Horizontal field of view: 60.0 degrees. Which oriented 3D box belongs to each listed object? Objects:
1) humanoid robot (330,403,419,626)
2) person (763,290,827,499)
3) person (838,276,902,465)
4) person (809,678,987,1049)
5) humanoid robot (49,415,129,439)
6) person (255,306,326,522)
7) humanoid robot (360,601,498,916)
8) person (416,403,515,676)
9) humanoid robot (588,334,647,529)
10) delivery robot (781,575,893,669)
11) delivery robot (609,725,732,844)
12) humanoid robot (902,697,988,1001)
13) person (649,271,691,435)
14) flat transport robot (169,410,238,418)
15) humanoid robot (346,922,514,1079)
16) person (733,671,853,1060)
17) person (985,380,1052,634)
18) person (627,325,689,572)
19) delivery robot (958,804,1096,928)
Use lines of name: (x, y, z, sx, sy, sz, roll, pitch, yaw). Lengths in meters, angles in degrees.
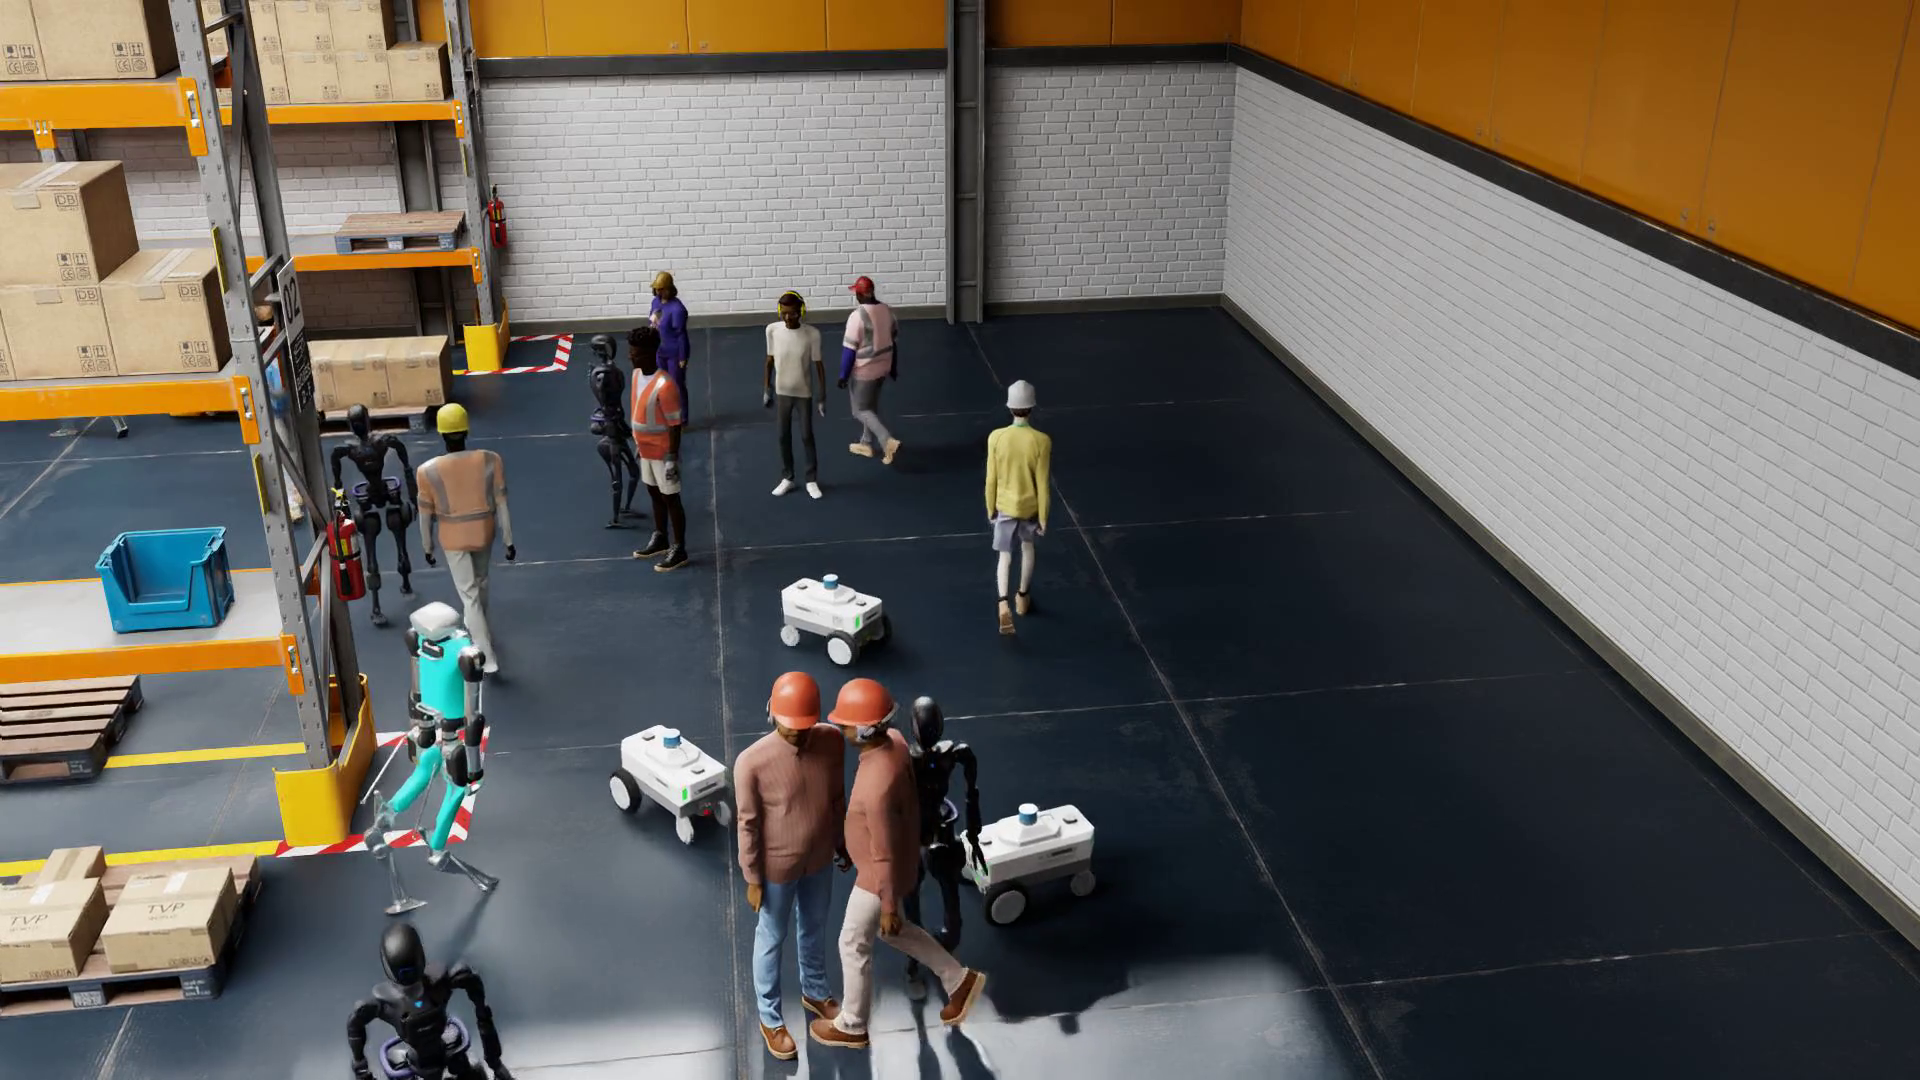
humanoid robot: (-4.220, -0.218, 12.183, 0.625, 1.644, 0.609, -9, 25, -20)
person: (-1.426, -1.243, 14.263, 0.575, 1.855, 0.339, 6, 24, 13)
person: (-0.775, -1.513, 15.027, 0.701, 1.728, 0.623, 17, 29, 34)
person: (-0.314, 1.535, 7.787, 0.793, 1.959, 0.613, 4, 24, 8)
humanoid robot: (-8.260, -1.713, 15.532, 0.987, 1.773, 0.580, 3, 24, 7)
person: (-5.623, -1.052, 13.877, 0.658, 1.803, 0.900, -16, 28, -32)
humanoid robot: (-2.867, 1.248, 8.780, 0.552, 1.793, 0.837, 15, 28, 31)
person: (-3.402, -0.034, 11.473, 0.591, 1.876, 1.003, -14, 27, -28)
humanoid robot: (-2.843, -0.889, 13.658, 0.343, 1.648, 0.601, 0, 24, -1)
delivery robot: (-0.889, 0.550, 11.812, 0.808, 0.614, 0.499, 14, 27, 29)
delivery robot: (-1.700, 1.395, 9.856, 0.499, 0.589, 0.782, -21, 31, -39)
humanoid robot: (-0.161, 1.512, 8.191, 0.604, 1.644, 0.323, -8, 25, -18)
person: (-2.758, -1.757, 15.713, 0.478, 1.607, 0.375, 19, 30, 37)
flat transport robot: (-7.119, -1.455, 16.710, 1.431, 0.231, 0.659, -3, 24, -8)
humanoid robot: (-2.111, 2.175, 6.701, 0.608, 1.635, 0.403, -14, 27, -28)
person: (-0.762, 1.500, 7.840, 0.611, 1.990, 0.388, -18, 30, -35)
person: (0.409, -0.223, 11.928, 0.481, 1.848, 0.848, 3, 24, 6)
person: (-2.355, -0.717, 12.921, 0.369, 1.965, 0.606, -17, 29, -33)
delivery robot: (0.364, 1.722, 9.108, 0.788, 0.587, 0.499, -10, 26, -22)
